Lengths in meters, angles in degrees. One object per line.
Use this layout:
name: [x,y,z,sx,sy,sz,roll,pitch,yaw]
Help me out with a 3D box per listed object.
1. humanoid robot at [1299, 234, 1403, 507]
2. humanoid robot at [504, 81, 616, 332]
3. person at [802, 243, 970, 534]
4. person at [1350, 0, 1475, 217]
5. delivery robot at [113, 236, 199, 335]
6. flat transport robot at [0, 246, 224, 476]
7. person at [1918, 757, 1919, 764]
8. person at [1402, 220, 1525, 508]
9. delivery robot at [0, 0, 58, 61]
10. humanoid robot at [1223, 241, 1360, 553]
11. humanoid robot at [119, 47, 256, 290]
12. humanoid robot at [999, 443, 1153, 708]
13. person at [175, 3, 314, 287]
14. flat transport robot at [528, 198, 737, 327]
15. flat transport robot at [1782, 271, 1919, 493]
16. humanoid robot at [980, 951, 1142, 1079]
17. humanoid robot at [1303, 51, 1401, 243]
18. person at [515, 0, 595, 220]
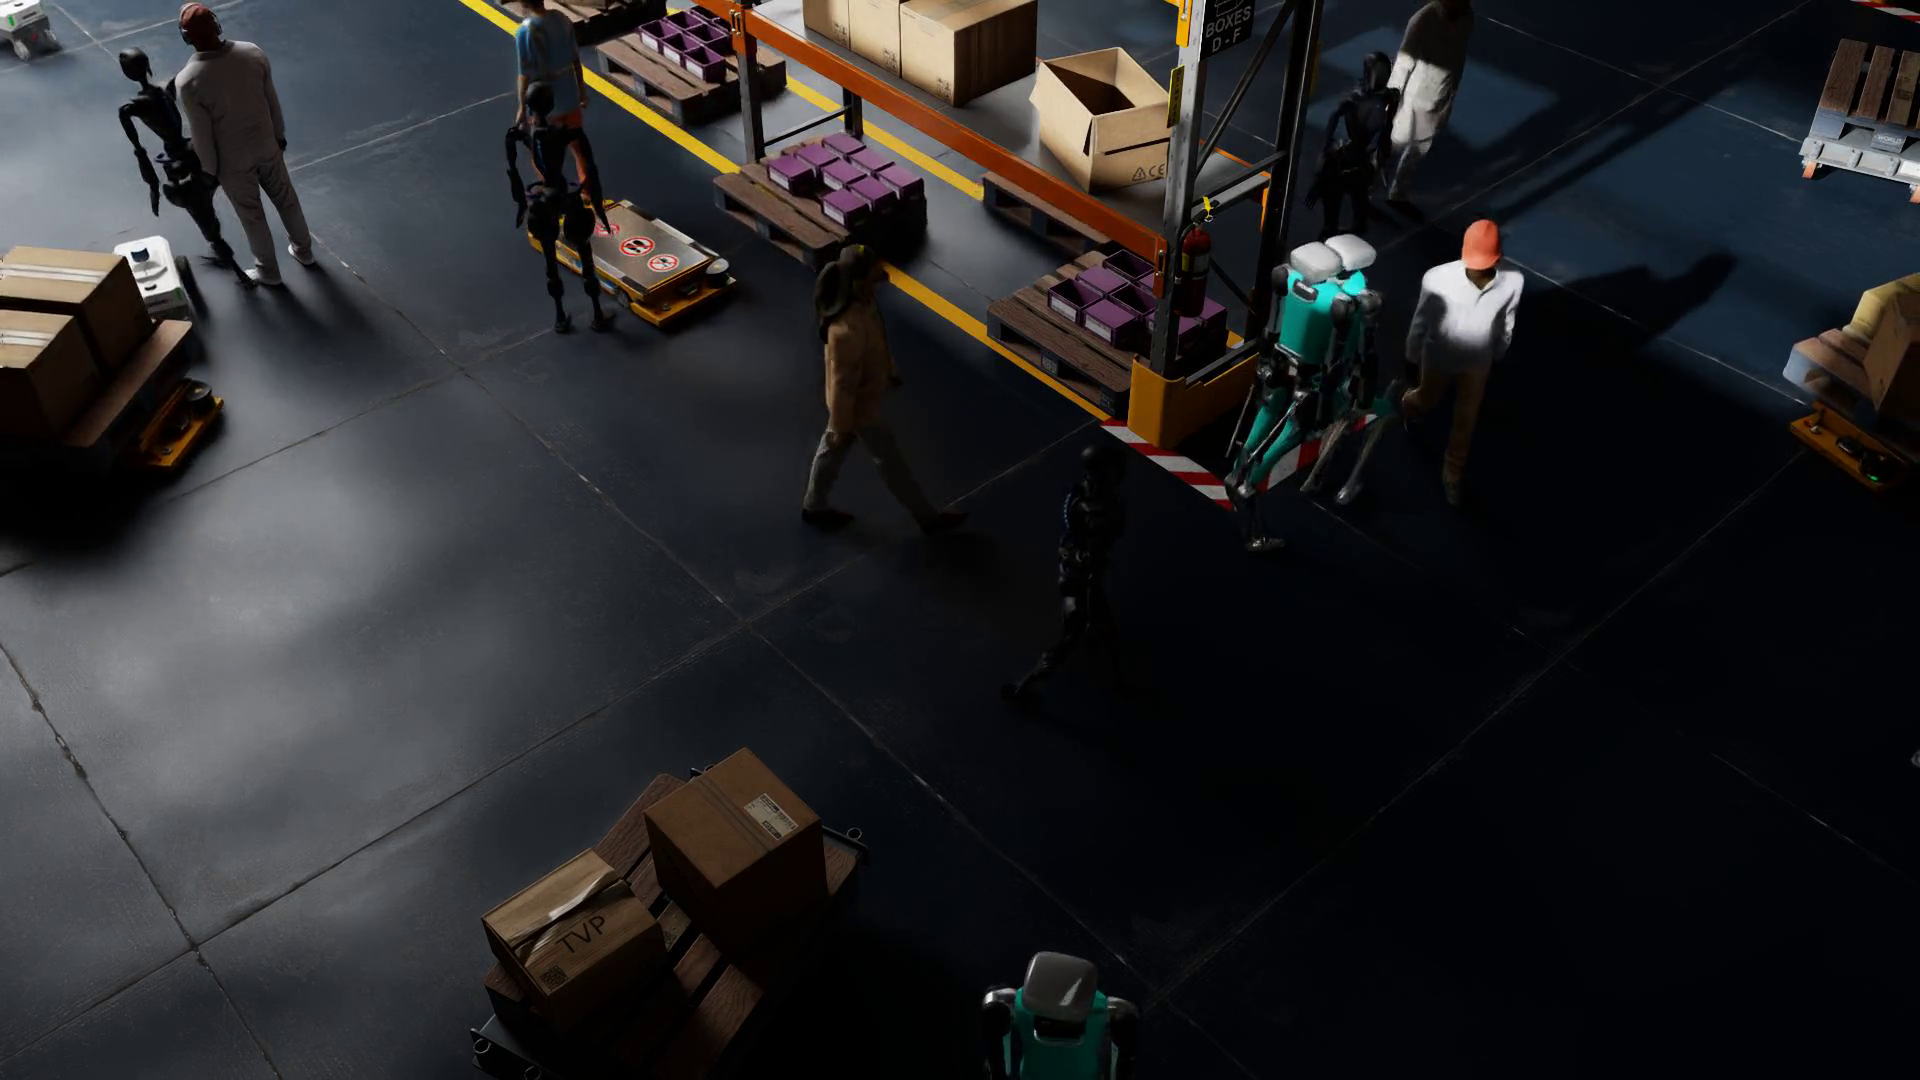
humanoid robot: [2.153,-0.926,9.011,0.746,1.787,0.544,-26,49,-25]
humanoid robot: [-2.483,-2.047,10.270,0.599,1.657,0.315,2,43,2]
person: [-0.448,-0.769,8.782,0.967,1.824,0.586,0,43,0]
person: [3.080,-3.005,11.232,0.620,1.816,0.469,-18,45,-18]
delivery robot: [-5.170,-1.627,10.645,0.499,0.584,0.783,-19,46,-20]
flat transport robot: [-5.215,-0.726,9.885,1.431,0.231,0.659,6,43,6]
person: [4.907,0.368,7.490,0.562,1.896,0.569,-4,43,-4]
person: [2.737,-1.073,9.195,0.577,1.718,0.755,0,43,0]
delivery robot: [-7.793,-4.265,13.537,0.790,0.614,0.499,22,47,22]
humanoid robot: [1.610,-0.667,8.744,0.754,1.787,0.553,-27,49,-26]
humanoid robot: [-4.937,-2.372,10.657,0.500,1.642,0.602,23,47,23]
humanoid robot: [0.581,0.191,7.886,0.777,1.631,0.608,2,43,2]
person: [-4.593,-2.510,10.621,0.410,1.901,0.638,26,49,25]
flat transport robot: [-2.214,-1.909,11.171,1.431,0.231,0.659,33,52,31]
flat transport robot: [5.711,-0.732,9.891,1.431,0.231,0.659,-19,46,-20]
humanoid robot: [0.307,2.251,5.611,0.553,1.834,0.898,4,43,5]
humanoid robot: [2.462,-2.392,10.654,0.610,1.638,0.445,-20,46,-20]
person: [-2.762,-2.971,11.233,0.399,1.756,0.569,21,47,21]
